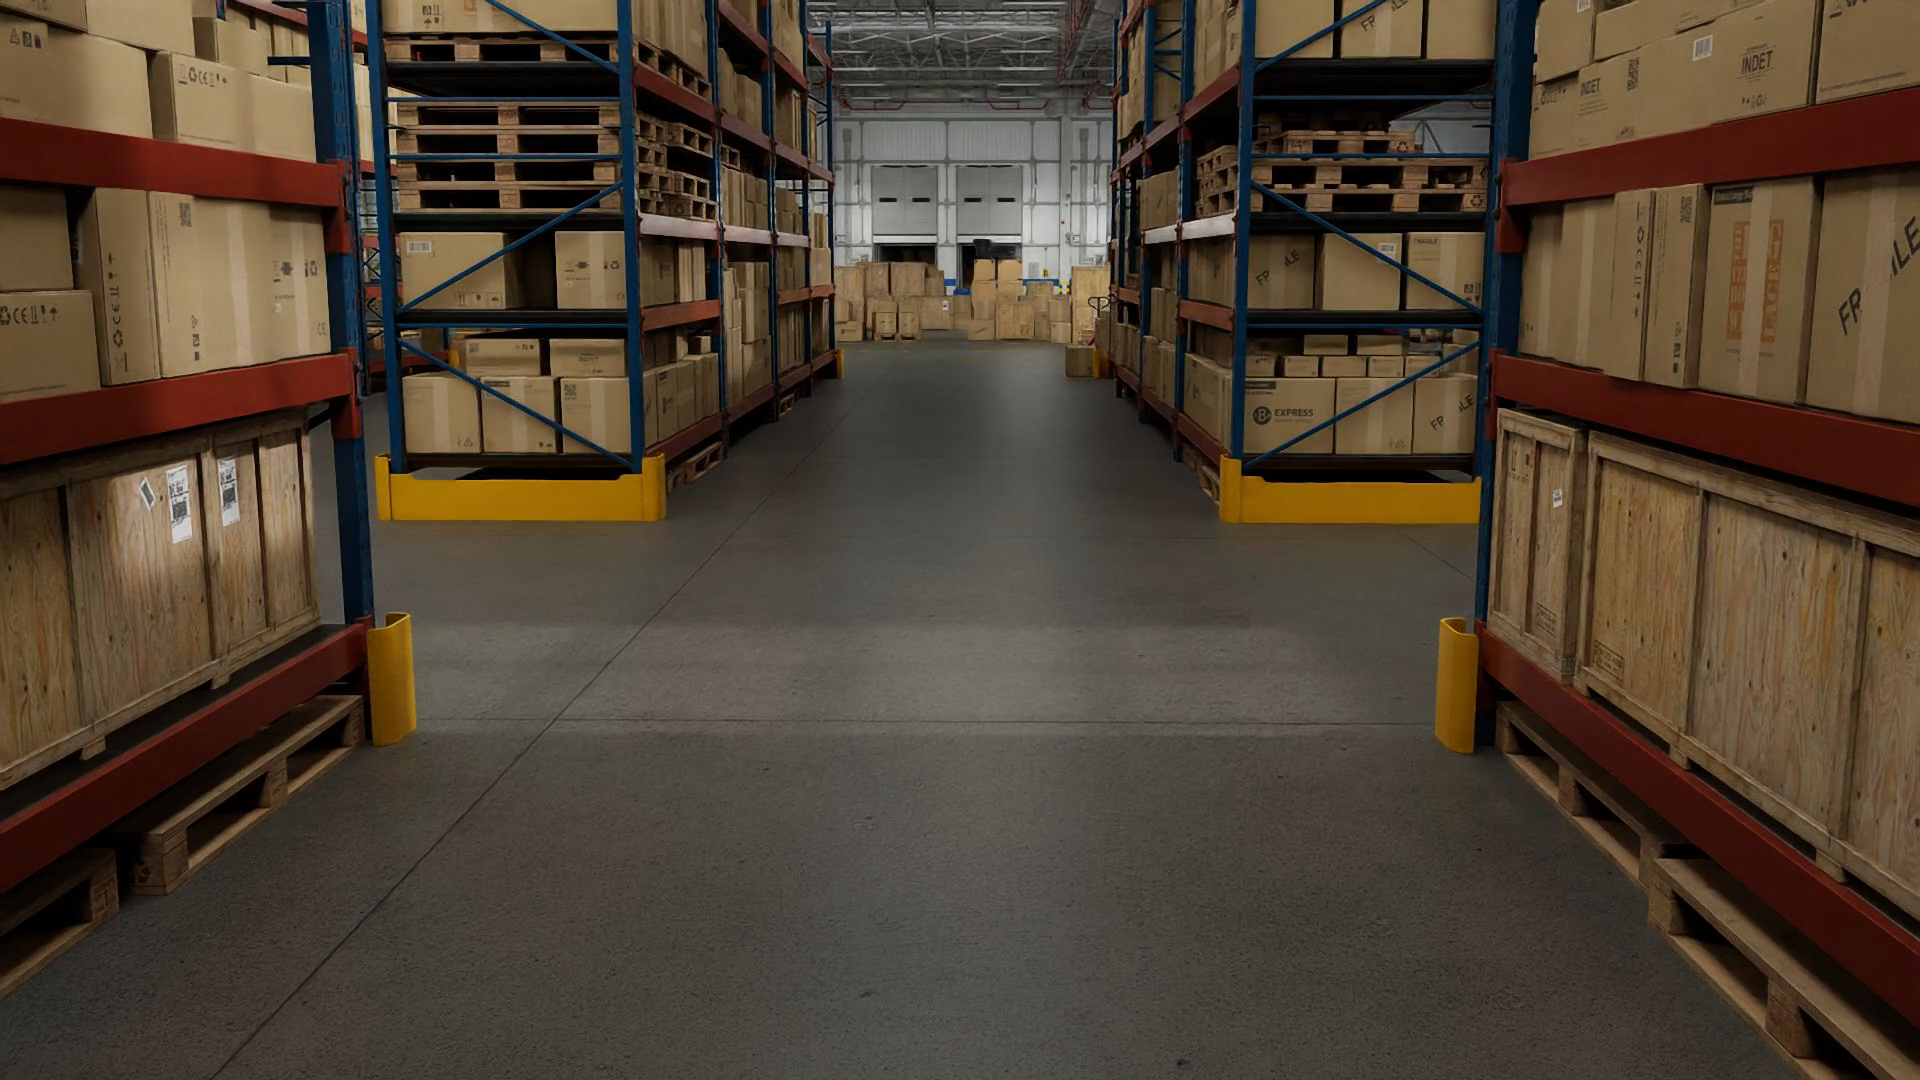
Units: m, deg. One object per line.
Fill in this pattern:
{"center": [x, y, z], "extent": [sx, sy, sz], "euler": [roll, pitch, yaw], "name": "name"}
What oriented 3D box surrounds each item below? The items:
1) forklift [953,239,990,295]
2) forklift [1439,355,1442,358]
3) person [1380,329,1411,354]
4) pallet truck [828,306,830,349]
{"center": [0.752, -8.931, 57.061], "extent": [1.873, 2.768, 1.129], "euler": [3, 10, 16], "name": "forklift"}
{"center": [10.647, -4.979, 33.384], "extent": [1.873, 2.768, 1.129], "euler": [-9, 13, -44], "name": "forklift"}
{"center": [4.818, -2.057, 19.048], "extent": [0.655, 1.820, 0.540], "euler": [-1, 10, -5], "name": "person"}
{"center": [-3.100, -3.940, 29.800], "extent": [1.885, 1.965, 0.823], "euler": [3, 10, 19], "name": "pallet truck"}
